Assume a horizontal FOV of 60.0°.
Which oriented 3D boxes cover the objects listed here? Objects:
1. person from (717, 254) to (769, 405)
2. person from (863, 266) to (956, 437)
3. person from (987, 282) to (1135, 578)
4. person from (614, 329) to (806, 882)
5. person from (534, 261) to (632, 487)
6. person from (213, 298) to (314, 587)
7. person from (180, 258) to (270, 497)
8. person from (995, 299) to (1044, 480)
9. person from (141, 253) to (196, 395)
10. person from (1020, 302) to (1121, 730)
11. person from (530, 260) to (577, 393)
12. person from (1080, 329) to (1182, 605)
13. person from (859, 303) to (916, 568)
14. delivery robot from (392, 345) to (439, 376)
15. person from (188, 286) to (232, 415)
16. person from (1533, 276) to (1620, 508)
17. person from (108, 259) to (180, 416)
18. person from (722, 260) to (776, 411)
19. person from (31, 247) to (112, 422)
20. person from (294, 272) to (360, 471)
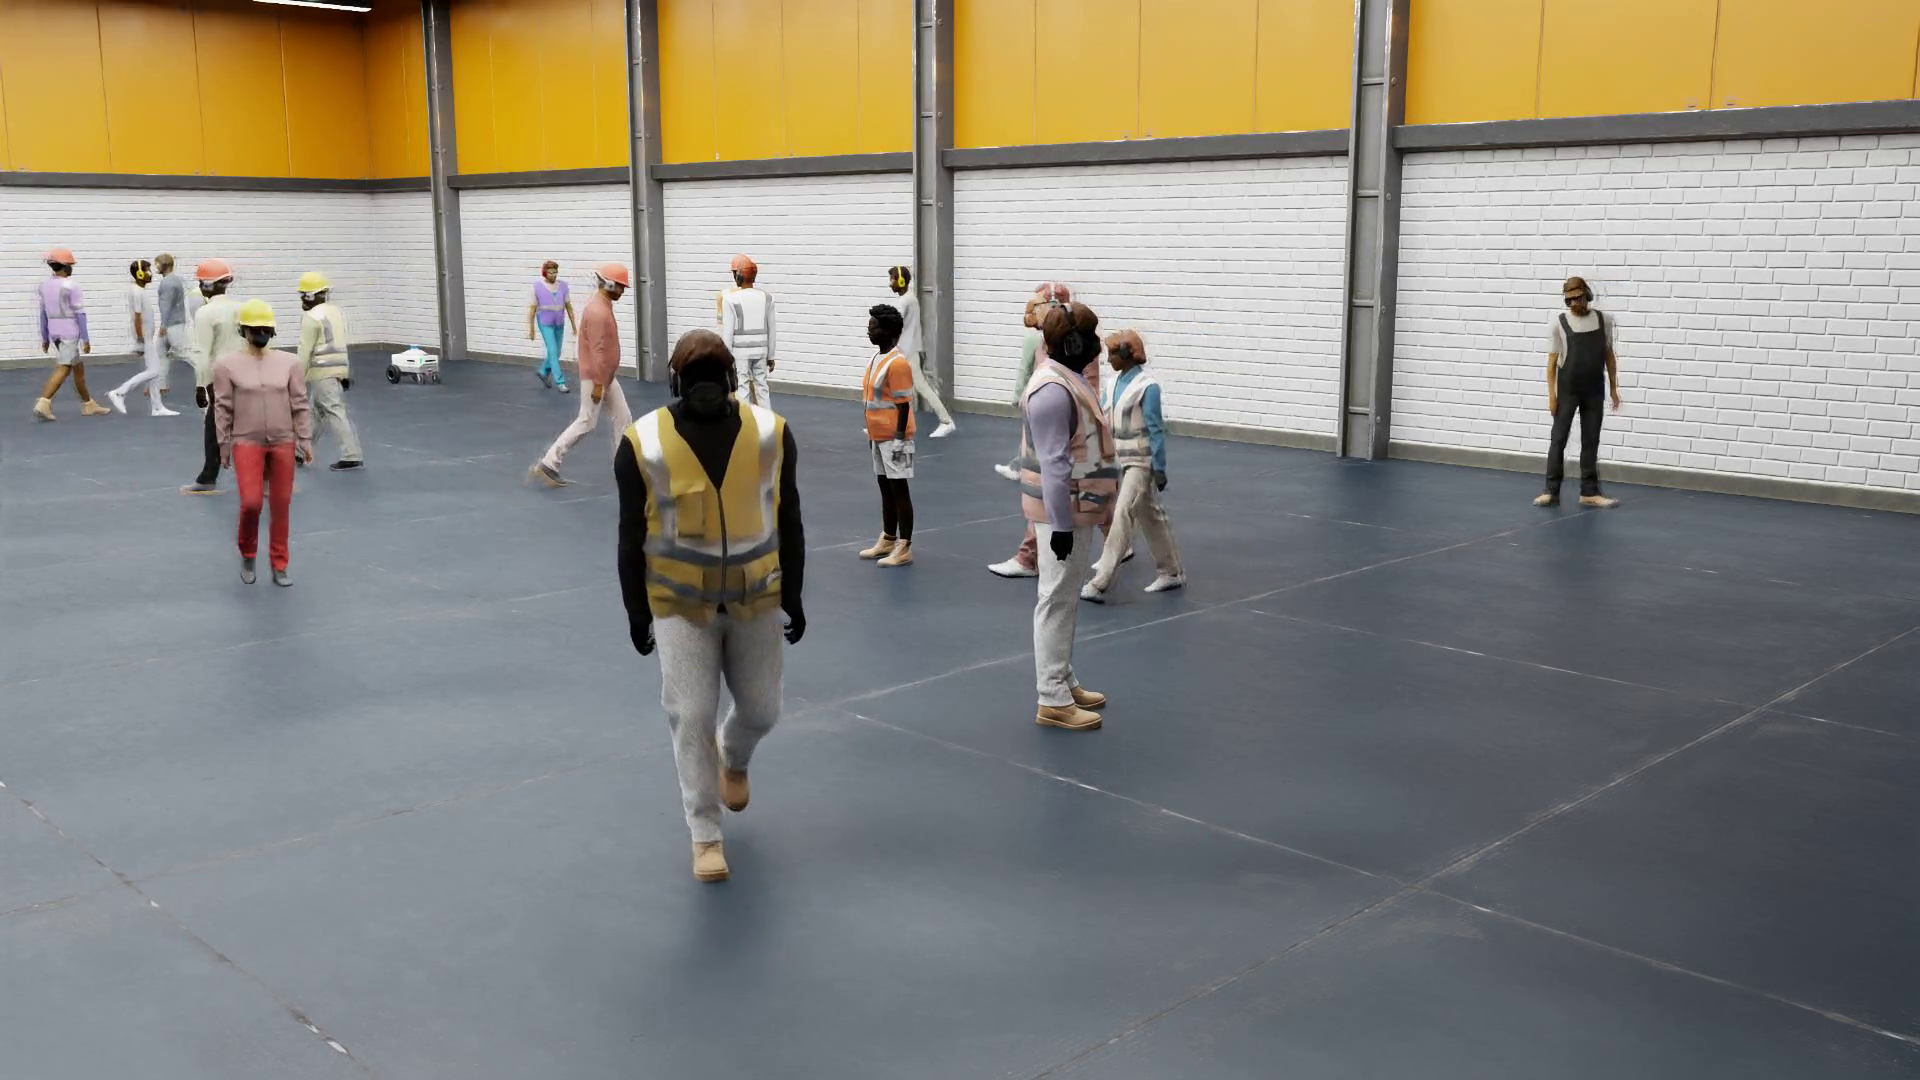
[{"bbox_3d":[-2.241,-1.981,17.233,0.552,1.934,0.363,-2,11,-13],"label":"person"},{"bbox_3d":[-0.509,-1.985,17.603,0.981,1.823,0.533,1,10,5],"label":"person"},{"bbox_3d":[0.677,-0.690,10.441,1.015,1.851,0.668,-3,11,-15],"label":"person"},{"bbox_3d":[-0.848,0.194,5.659,0.630,1.831,0.589,-3,11,-18],"label":"person"},{"bbox_3d":[-3.112,-1.394,14.056,0.901,1.946,0.691,0,10,-2],"label":"person"},{"bbox_3d":[-4.194,-0.573,10.053,0.524,1.756,0.377,-8,13,-36],"label":"person"},{"bbox_3d":[-5.953,-1.312,13.541,0.973,1.958,0.623,1,10,6],"label":"person"},{"bbox_3d":[0.634,-1.258,14.216,0.842,1.579,0.519,7,13,34],"label":"person"},{"bbox_3d":[-10.461,-2.882,22.247,0.948,1.909,0.634,-5,11,-24],"label":"person"},{"bbox_3d":[0.482,-0.111,7.282,0.429,1.846,0.633,2,11,10],"label":"person"},{"bbox_3d":[-5.623,-2.930,22.779,0.648,1.803,0.865,-10,14,-43],"label":"person"},{"bbox_3d":[0.991,-0.434,9.745,0.871,1.587,0.513,-4,11,-21],"label":"person"},{"bbox_3d":[-0.460,-0.672,10.746,0.322,1.697,0.535,-4,11,-21],"label":"person"},{"bbox_3d":[-7.844,-2.566,23.937,0.707,0.478,0.477,7,13,34],"label":"delivery robot"},{"bbox_3d":[-8.004,-2.066,17.952,0.429,1.846,0.626,1,10,4],"label":"person"},{"bbox_3d":[4.879,-1.142,13.012,0.645,1.815,0.349,0,10,-2],"label":"person"},{"bbox_3d":[-9.638,-2.359,19.533,0.651,1.854,0.516,-4,11,-23],"label":"person"},{"bbox_3d":[-2.096,-1.824,16.515,0.584,1.884,0.348,-7,12,-33],"label":"person"},{"bbox_3d":[-10.394,-2.381,19.252,0.616,2.005,1.038,5,11,25],"label":"person"},{"bbox_3d":[-5.868,-1.506,15.022,0.890,1.788,0.626,0,10,2],"label":"person"}]
